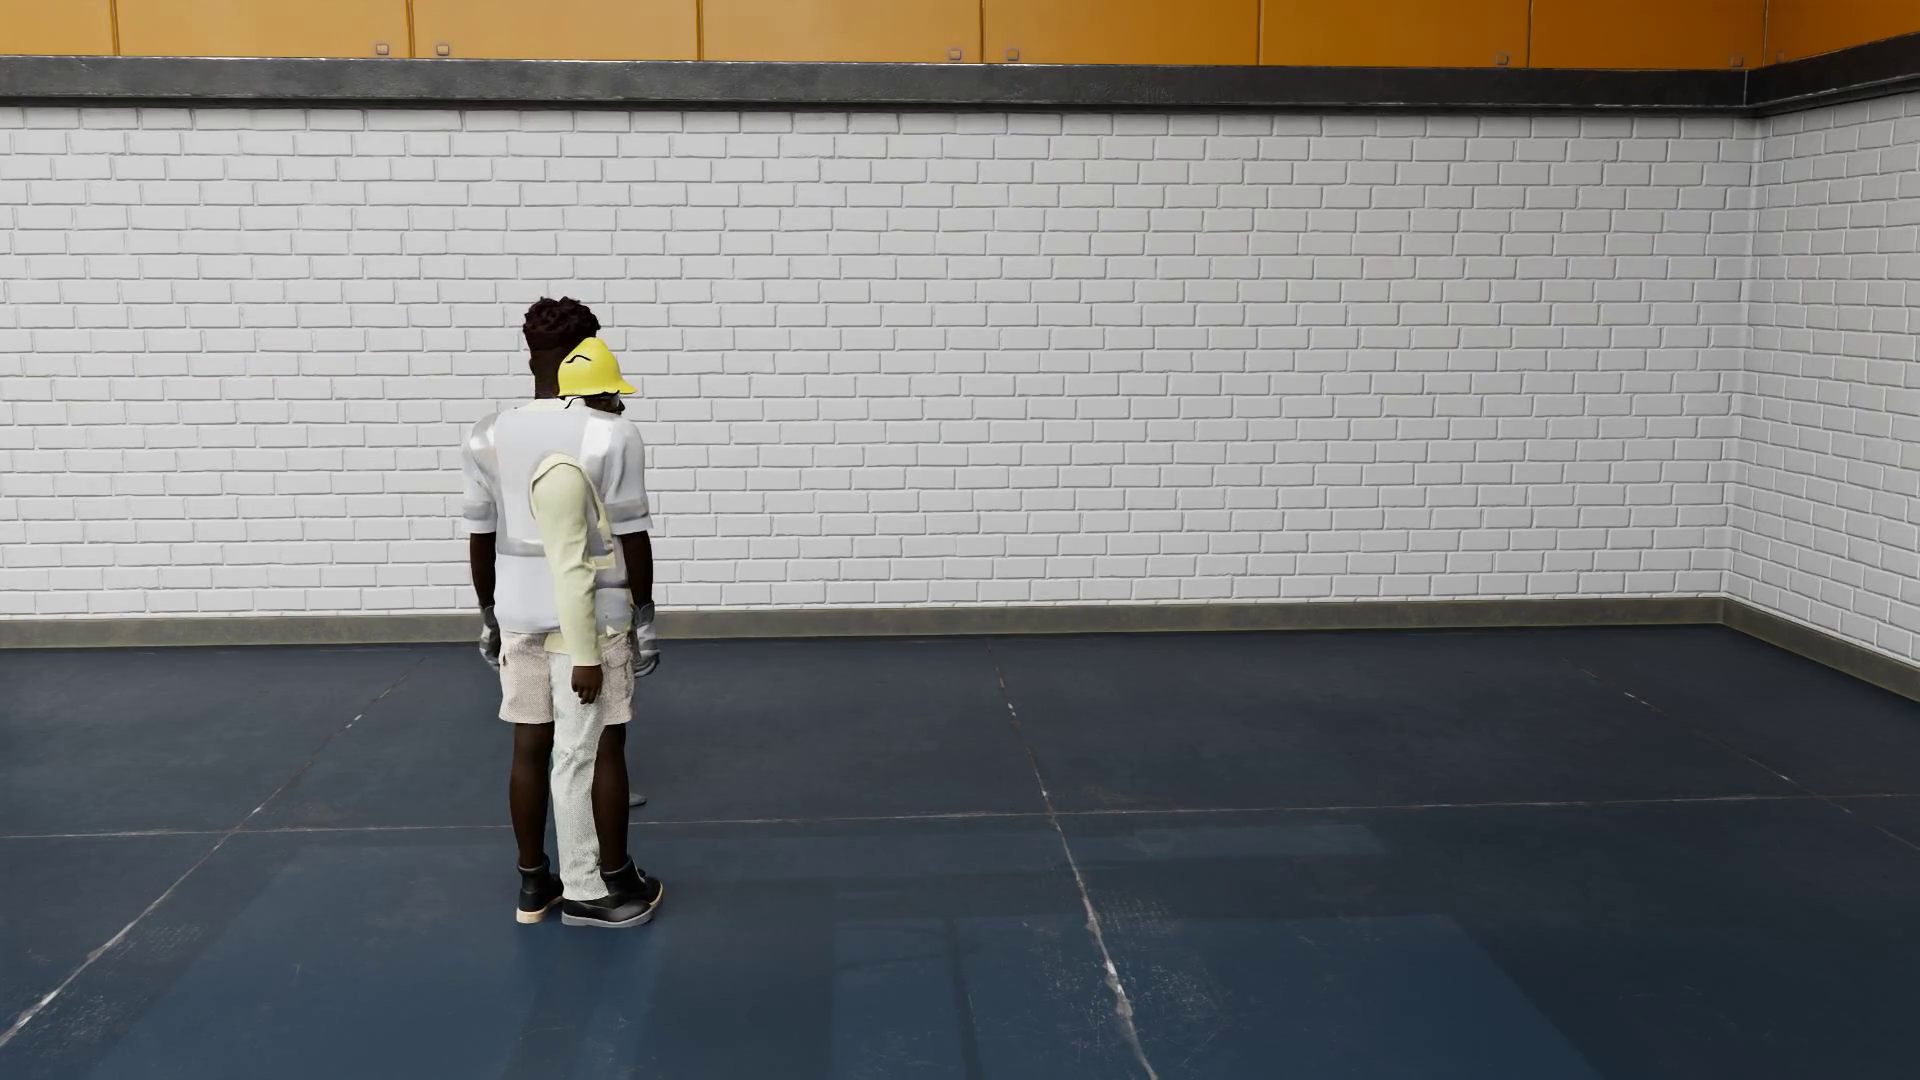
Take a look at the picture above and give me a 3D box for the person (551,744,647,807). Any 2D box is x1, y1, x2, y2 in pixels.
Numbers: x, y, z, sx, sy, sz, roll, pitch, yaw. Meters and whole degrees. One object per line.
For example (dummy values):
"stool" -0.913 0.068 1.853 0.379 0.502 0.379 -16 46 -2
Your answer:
"person" -1.419 0.140 6.338 0.312 1.768 0.529 -5 11 -31

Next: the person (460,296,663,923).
"person" -1.220 0.230 5.171 0.602 1.958 0.381 2 9 9

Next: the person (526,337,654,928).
"person" -1.160 0.285 5.223 0.404 1.832 0.594 -2 9 -11
